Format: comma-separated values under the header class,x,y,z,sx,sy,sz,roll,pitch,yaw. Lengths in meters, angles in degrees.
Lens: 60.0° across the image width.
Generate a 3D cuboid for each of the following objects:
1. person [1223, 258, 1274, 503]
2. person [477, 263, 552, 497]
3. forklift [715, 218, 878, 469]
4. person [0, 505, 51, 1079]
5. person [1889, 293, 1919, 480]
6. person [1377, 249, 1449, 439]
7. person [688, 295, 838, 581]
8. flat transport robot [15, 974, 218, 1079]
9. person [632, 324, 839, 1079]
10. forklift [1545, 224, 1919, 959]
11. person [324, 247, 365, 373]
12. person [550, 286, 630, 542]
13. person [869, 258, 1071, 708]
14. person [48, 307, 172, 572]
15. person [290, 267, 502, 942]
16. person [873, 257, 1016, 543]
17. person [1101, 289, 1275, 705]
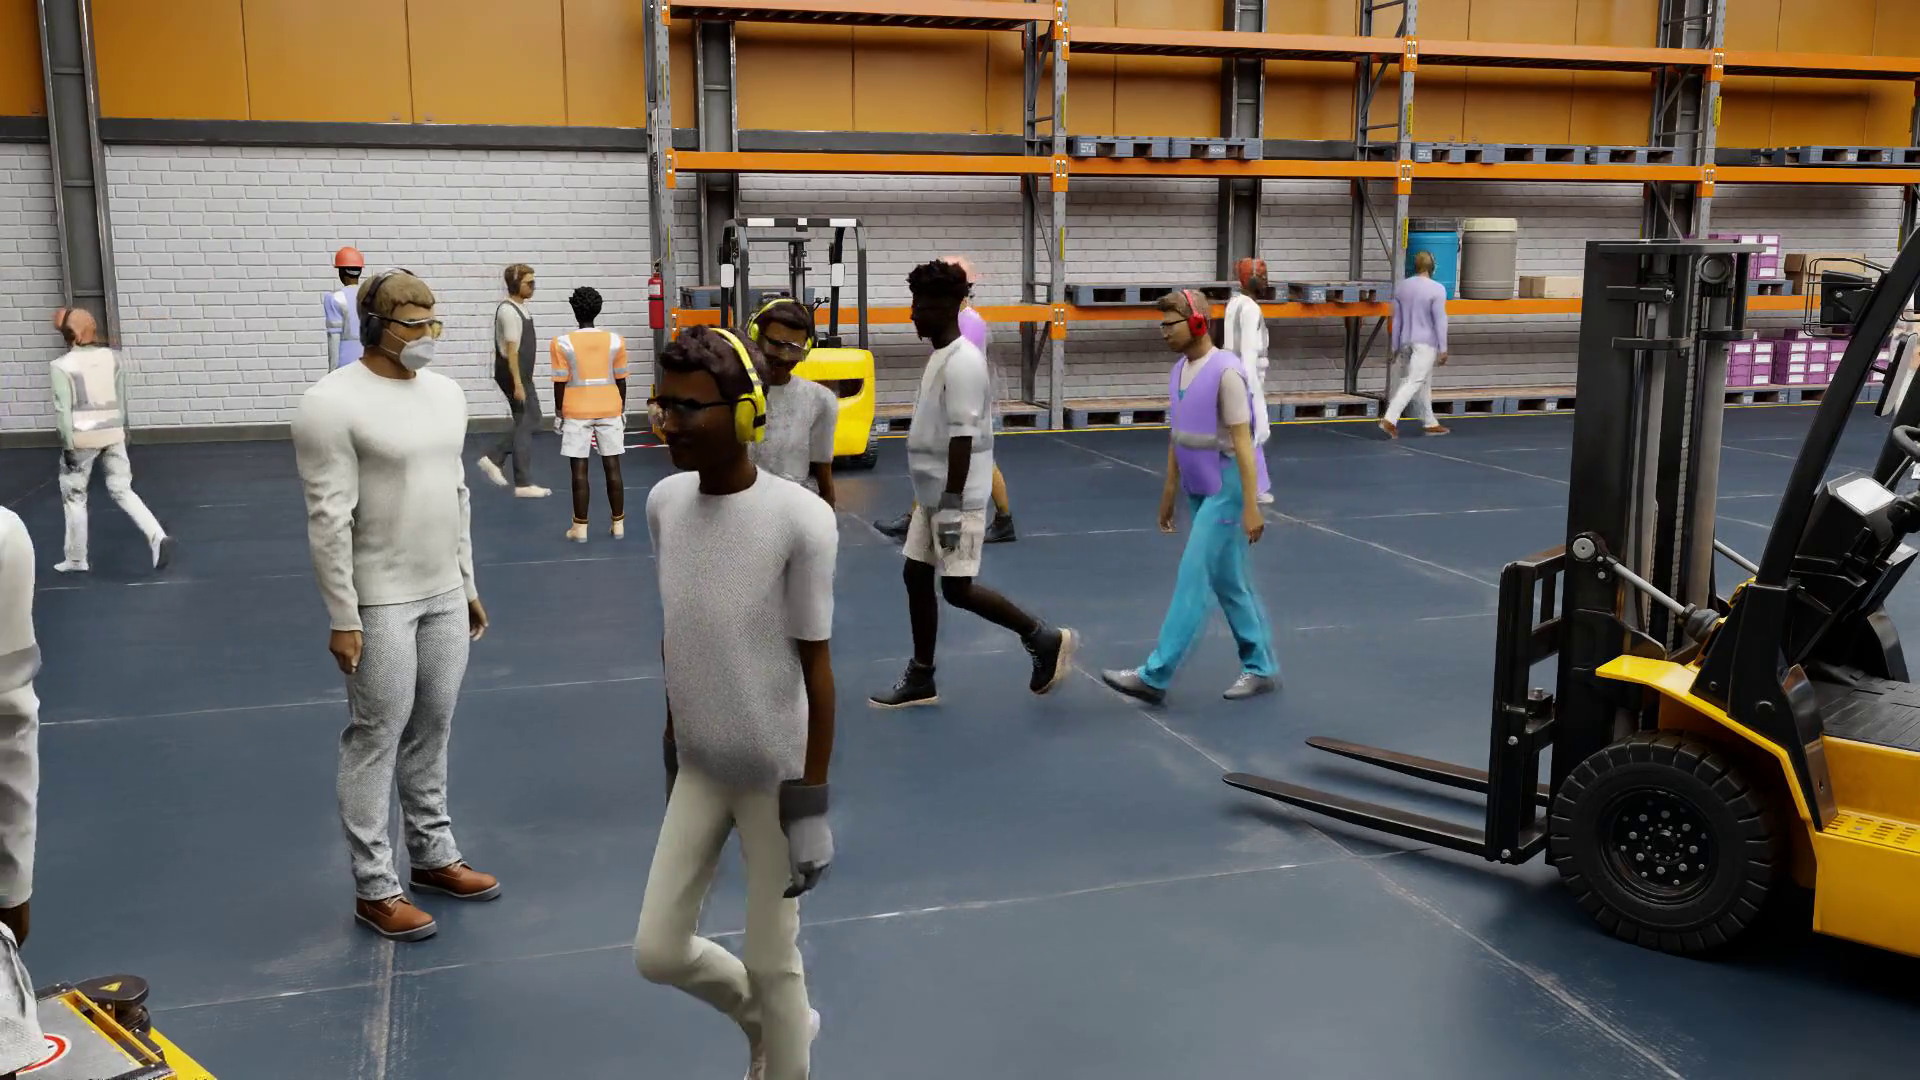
class,x,y,z,sx,sy,sz,roll,pitch,yaw
person,2.107,-1.183,12.538,0.543,1.872,0.580,-1,10,-7
person,-3.488,-1.234,12.937,0.499,1.831,0.506,0,10,-1
forklift,-1.522,-1.778,14.899,1.214,2.155,2.313,-3,11,-17
person,-1.786,0.557,2.689,1.064,1.995,0.625,10,14,43
person,8.055,-1.446,13.841,0.625,1.910,0.417,8,13,39
person,4.583,-1.963,16.721,0.997,1.903,0.636,-5,12,-27
person,-0.747,-0.012,6.265,0.627,1.824,0.854,1,10,5
flat transport robot,-2.323,1.277,3.423,0.652,0.197,1.431,9,14,43
person,-0.433,0.486,3.423,0.506,1.858,0.454,6,12,30
forklift,2.909,0.117,4.508,2.313,2.155,1.214,9,14,40
person,-5.129,-1.506,14.109,0.356,1.937,0.552,8,13,38
person,-2.456,-0.831,11.073,0.534,1.697,0.318,-6,12,-29
person,0.041,-0.214,7.045,0.801,1.940,0.620,-2,11,-13
person,-5.141,-0.586,9.962,0.730,1.610,0.520,5,11,24
person,-1.629,0.178,4.884,0.373,1.938,0.630,4,11,22
person,-0.061,-0.891,10.875,0.975,1.882,0.565,-3,11,-15
person,1.022,-0.172,7.201,0.894,1.795,0.642,-3,11,-15
